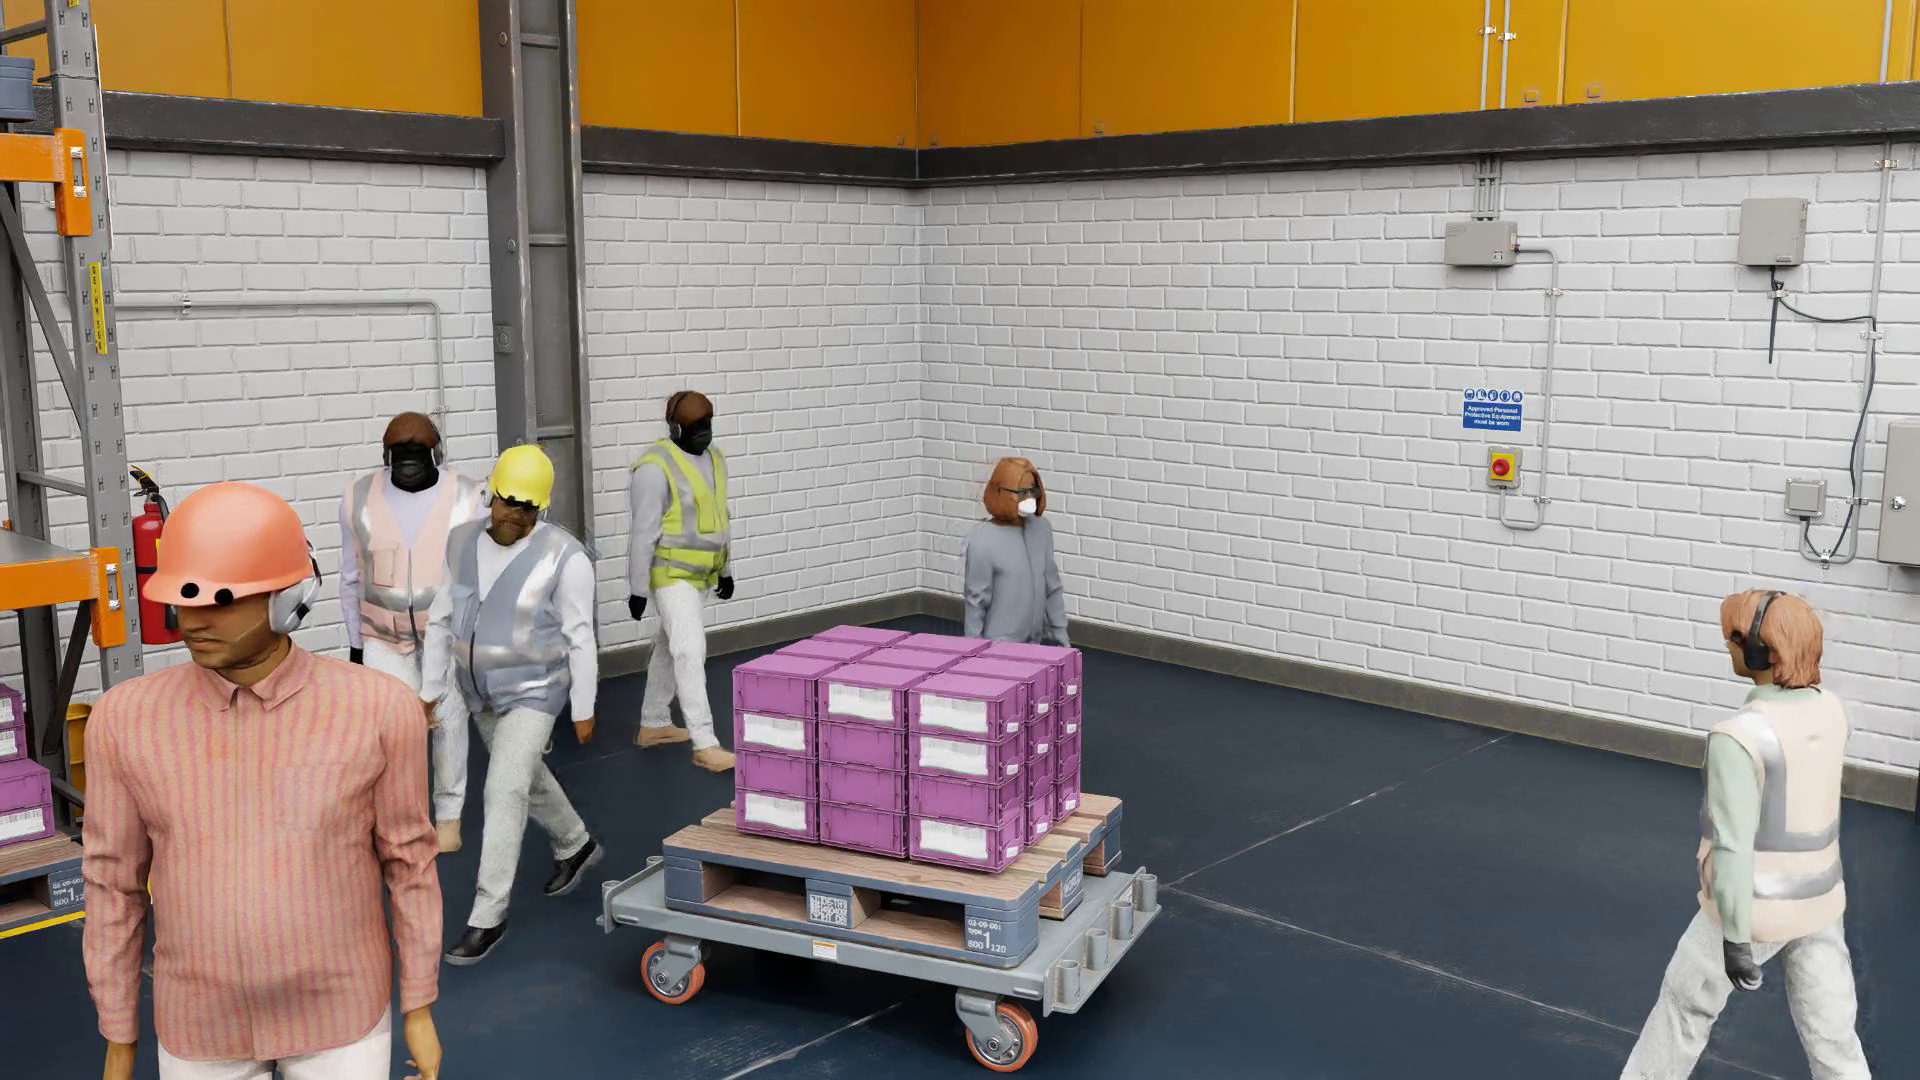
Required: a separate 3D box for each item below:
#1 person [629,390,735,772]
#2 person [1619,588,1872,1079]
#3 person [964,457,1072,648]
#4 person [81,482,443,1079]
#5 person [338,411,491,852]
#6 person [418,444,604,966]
[{"bbox_3d":[-1.316,0.182,7.978,0.711,1.822,0.658,3,10,20],"label":"person"},{"bbox_3d":[1.987,0.907,4.137,0.515,1.591,0.876,-5,10,-27],"label":"person"},{"bbox_3d":[0.166,0.432,6.997,0.732,1.602,0.508,7,12,37],"label":"person"},{"bbox_3d":[-1.280,0.891,3.091,0.622,1.958,0.387,-2,10,-13],"label":"person"},{"bbox_3d":[-2.102,0.411,6.480,0.638,1.808,0.812,-2,9,-11],"label":"person"},{"bbox_3d":[-1.546,0.523,5.938,0.605,1.772,0.896,5,10,28],"label":"person"}]
